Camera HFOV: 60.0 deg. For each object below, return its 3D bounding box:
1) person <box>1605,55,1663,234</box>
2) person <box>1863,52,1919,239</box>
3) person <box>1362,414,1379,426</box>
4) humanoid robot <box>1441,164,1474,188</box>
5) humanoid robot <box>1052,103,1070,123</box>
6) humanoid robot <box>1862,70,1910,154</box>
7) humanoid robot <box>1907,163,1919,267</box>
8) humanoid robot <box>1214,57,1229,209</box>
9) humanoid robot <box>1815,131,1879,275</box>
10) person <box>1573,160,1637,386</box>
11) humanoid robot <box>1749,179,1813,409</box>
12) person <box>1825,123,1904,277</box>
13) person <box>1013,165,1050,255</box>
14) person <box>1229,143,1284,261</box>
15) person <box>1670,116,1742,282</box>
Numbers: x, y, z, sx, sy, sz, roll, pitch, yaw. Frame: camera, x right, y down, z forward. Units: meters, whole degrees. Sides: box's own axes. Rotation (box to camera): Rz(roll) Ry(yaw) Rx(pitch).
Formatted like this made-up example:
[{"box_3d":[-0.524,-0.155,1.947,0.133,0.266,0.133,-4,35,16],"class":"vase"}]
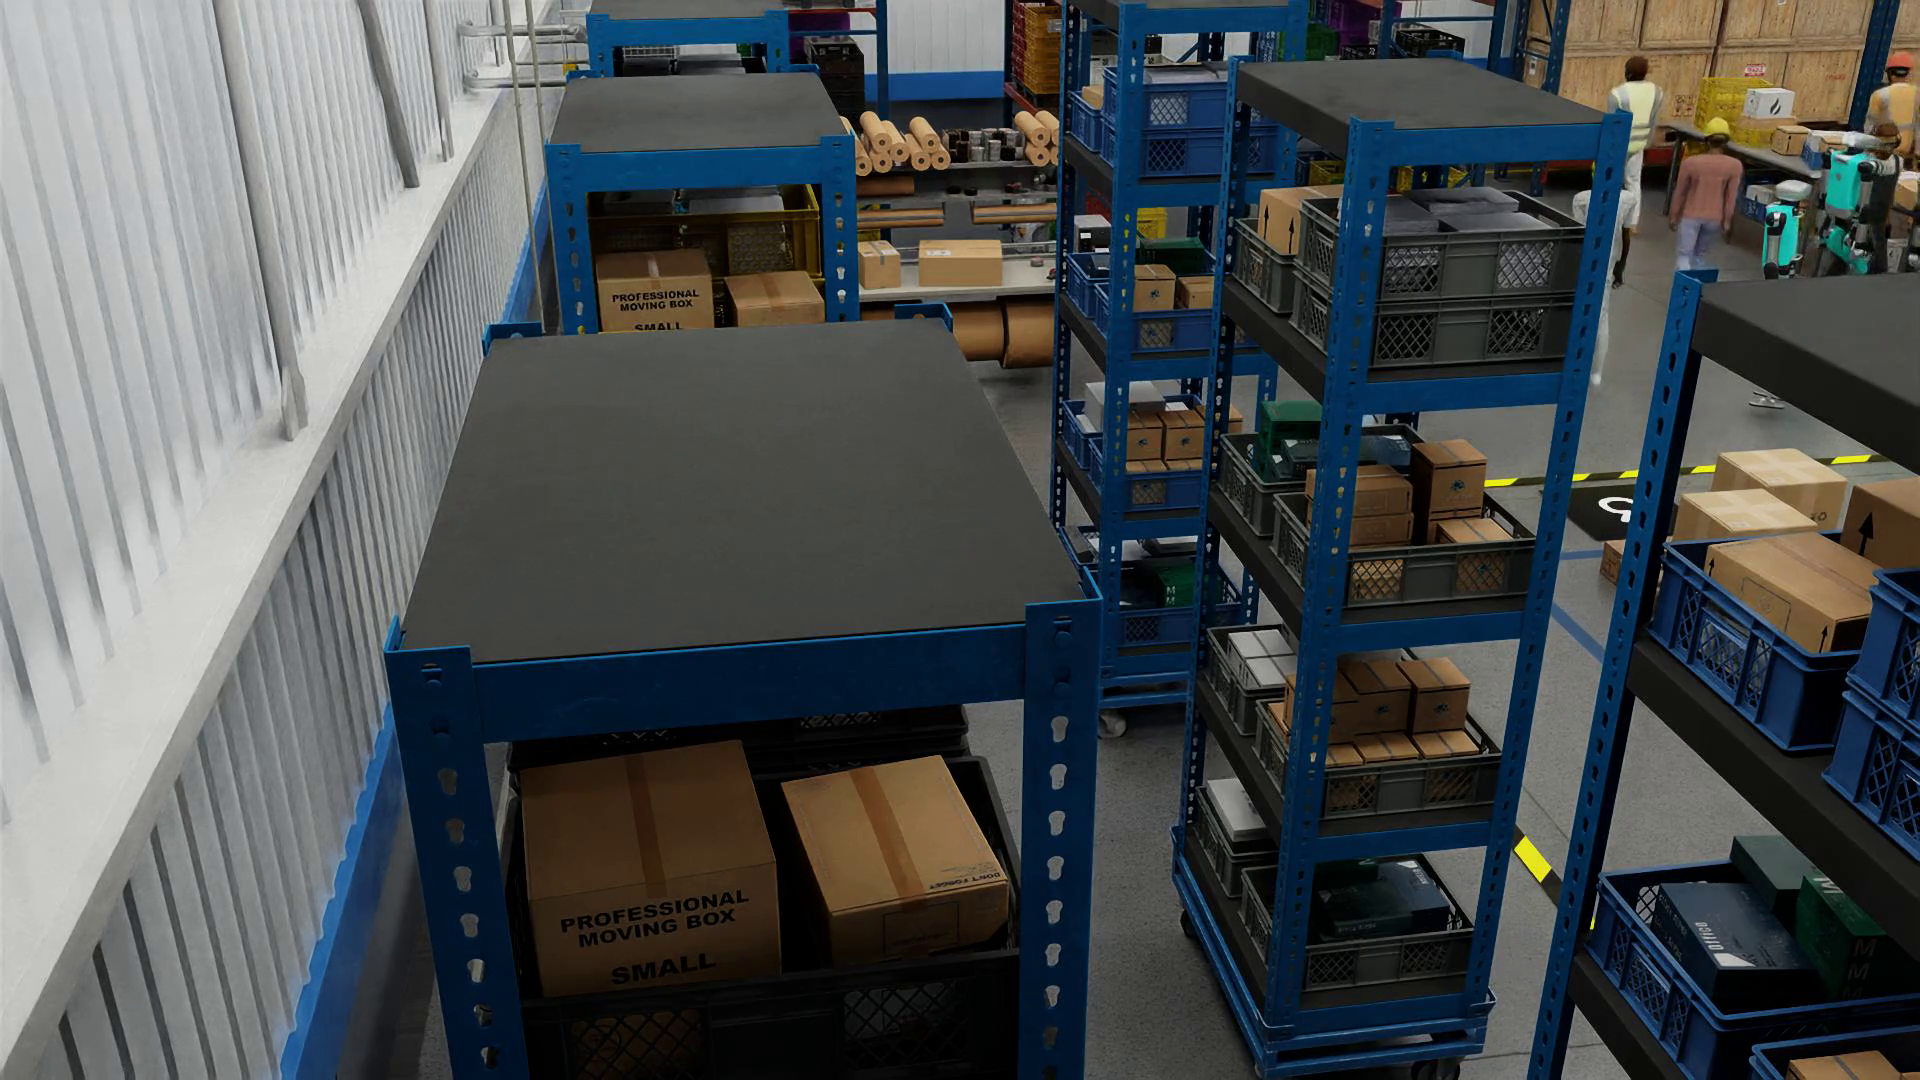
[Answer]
[{"box_3d":[6.948,-4.125,17.403,0.635,1.849,0.429,-5,25,-12],"class":"person"},{"box_3d":[9.630,-4.081,17.258,0.588,1.865,0.952,-1,25,-3],"class":"person"},{"box_3d":[1.816,0.196,7.979,0.598,1.850,0.385,-2,25,-4],"class":"person"},{"box_3d":[4.893,-3.777,16.831,0.611,1.638,0.564,-5,25,-11],"class":"humanoid robot"},{"box_3d":[1.363,-4.511,18.402,0.899,1.805,0.555,-16,29,-30],"class":"humanoid robot"},{"box_3d":[10.030,-4.423,18.237,0.406,1.635,0.611,8,26,17],"class":"humanoid robot"},{"box_3d":[8.217,-2.352,13.696,0.549,1.790,0.944,-7,26,-14],"class":"humanoid robot"},{"box_3d":[2.814,-4.454,18.222,0.558,1.719,0.972,5,25,10],"class":"humanoid robot"},{"box_3d":[7.708,-2.624,14.232,0.883,1.767,0.591,-8,26,-16],"class":"humanoid robot"},{"box_3d":[4.942,-2.118,12.988,0.530,1.868,0.309,-1,25,-2],"class":"person"},{"box_3d":[6.204,-1.775,12.241,0.735,1.675,0.533,17,30,32],"class":"humanoid robot"},{"box_3d":[7.775,-2.647,14.220,0.523,1.802,0.801,-4,25,-9],"class":"person"},{"box_3d":[0.649,-2.836,14.698,0.295,1.743,0.487,15,29,30],"class":"person"},{"box_3d":[2.905,-3.587,16.192,0.512,1.862,0.310,2,25,4],"class":"person"},{"box_3d":[6.569,-2.841,14.714,0.517,1.746,0.657,5,25,10],"class":"person"}]
